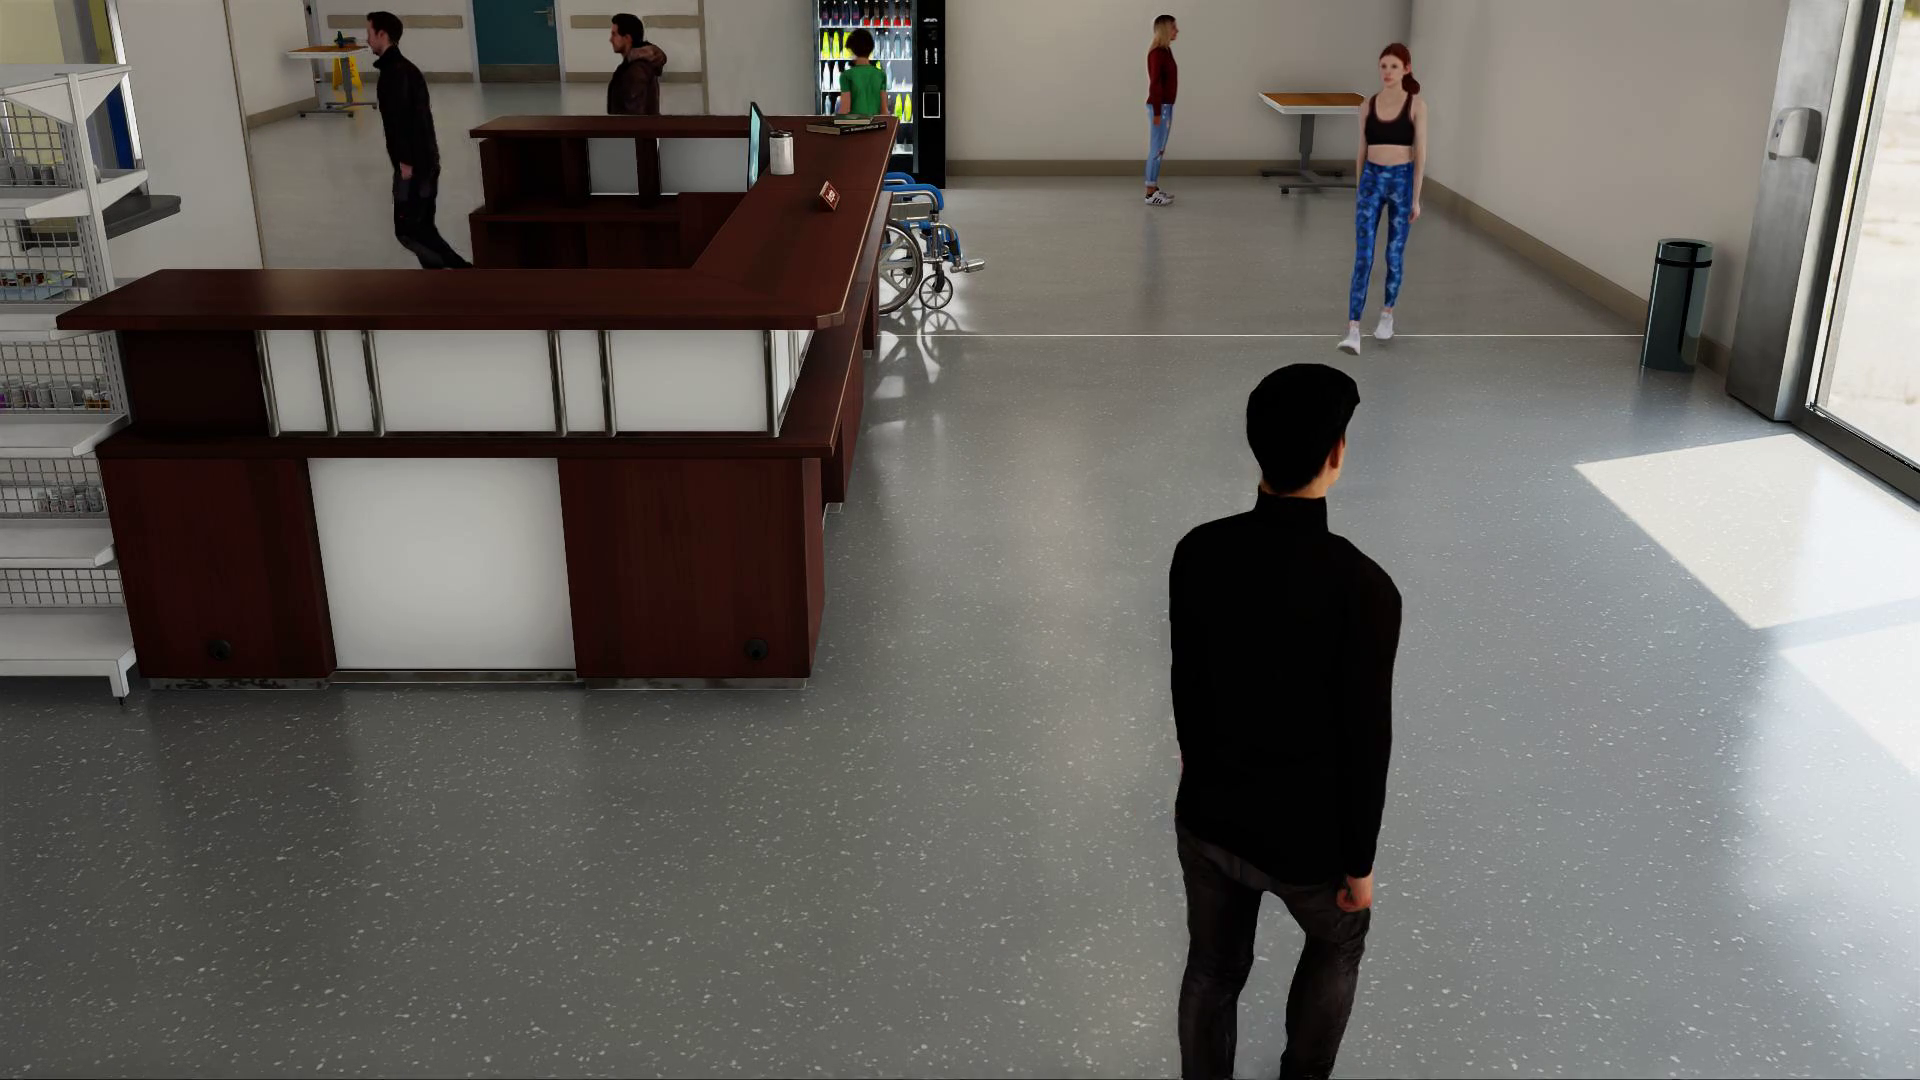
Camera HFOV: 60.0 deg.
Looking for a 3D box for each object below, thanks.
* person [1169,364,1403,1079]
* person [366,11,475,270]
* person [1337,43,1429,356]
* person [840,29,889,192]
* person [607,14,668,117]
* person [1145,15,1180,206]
[{"bbox_3d":[0.561,0.530,3.199,0.834,1.712,0.900,16,26,36],"label":"person"},{"bbox_3d":[-3.454,-2.404,10.696,0.864,1.888,0.730,-3,21,-7],"label":"person"},{"bbox_3d":[2.530,-1.967,9.759,1.189,1.734,0.993,9,23,23],"label":"person"},{"bbox_3d":[-0.727,-3.077,12.803,0.627,1.653,0.722,-13,24,-31],"label":"person"},{"bbox_3d":[-2.121,-2.638,11.402,1.159,1.825,0.922,-5,21,-14],"label":"person"},{"bbox_3d":[1.795,-3.845,14.857,0.582,1.634,0.645,4,21,11],"label":"person"}]
